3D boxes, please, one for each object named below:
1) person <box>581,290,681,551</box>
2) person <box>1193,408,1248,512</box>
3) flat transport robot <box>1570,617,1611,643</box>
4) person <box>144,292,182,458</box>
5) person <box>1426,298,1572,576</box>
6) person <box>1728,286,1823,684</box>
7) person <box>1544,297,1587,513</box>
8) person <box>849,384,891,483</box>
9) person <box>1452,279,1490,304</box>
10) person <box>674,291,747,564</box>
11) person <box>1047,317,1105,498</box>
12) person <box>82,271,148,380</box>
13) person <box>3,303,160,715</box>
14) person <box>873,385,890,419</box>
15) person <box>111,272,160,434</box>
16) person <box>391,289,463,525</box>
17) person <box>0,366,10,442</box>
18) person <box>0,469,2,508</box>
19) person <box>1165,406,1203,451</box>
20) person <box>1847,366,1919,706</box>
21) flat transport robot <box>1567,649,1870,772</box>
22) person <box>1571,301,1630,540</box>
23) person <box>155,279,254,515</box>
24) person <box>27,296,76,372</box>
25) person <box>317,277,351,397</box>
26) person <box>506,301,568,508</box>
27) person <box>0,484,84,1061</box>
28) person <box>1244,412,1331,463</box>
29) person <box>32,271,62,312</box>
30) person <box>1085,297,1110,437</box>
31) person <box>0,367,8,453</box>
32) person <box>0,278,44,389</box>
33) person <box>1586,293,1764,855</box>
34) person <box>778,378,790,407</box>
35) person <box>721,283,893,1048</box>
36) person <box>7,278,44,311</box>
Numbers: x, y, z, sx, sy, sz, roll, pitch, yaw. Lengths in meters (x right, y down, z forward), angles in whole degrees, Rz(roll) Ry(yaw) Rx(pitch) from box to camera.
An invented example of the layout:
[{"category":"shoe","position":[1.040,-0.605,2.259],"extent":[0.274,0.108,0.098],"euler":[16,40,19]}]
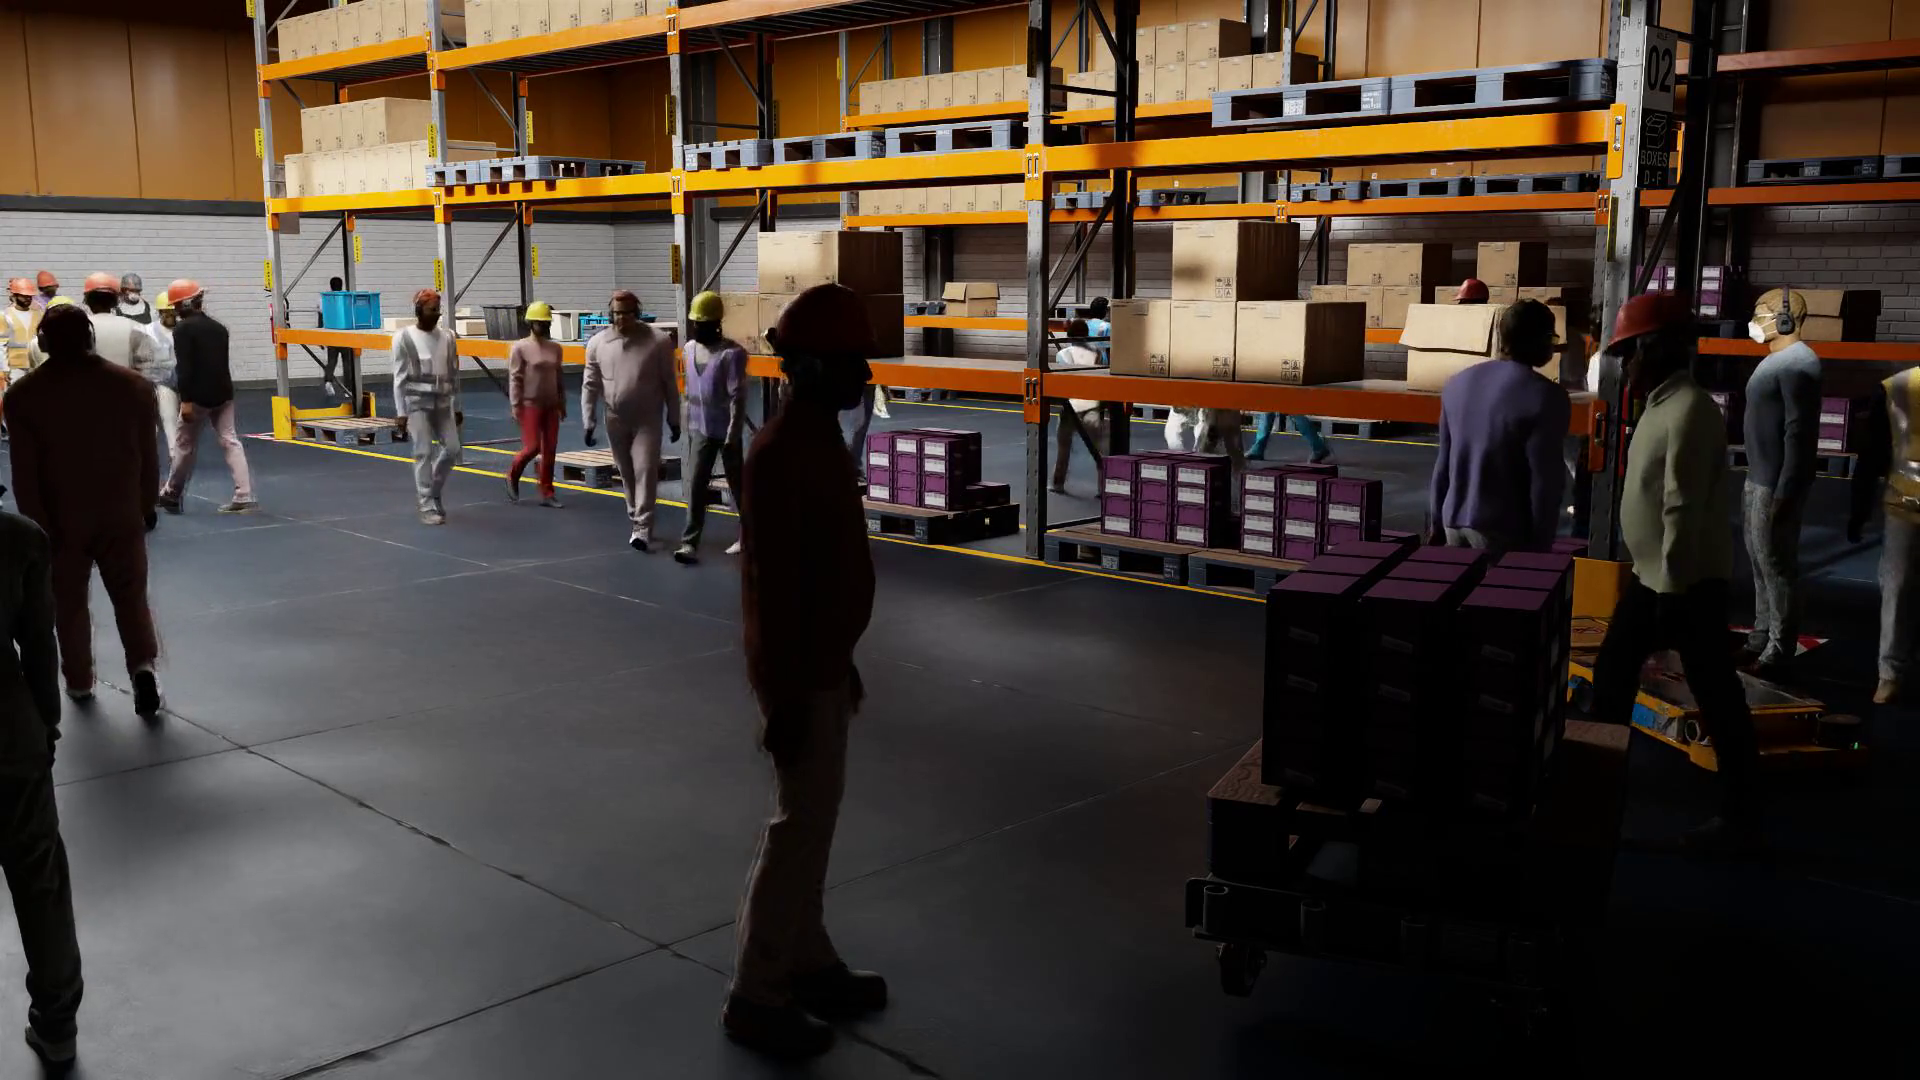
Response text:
[{"category":"person","position":[-2.388,-0.849,11.949],"extent":[0.676,1.857,0.938],"euler":[0,9,3]},{"category":"person","position":[2.013,-0.931,13.280],"extent":[0.832,1.595,0.547],"euler":[7,11,35]},{"category":"flat transport robot","position":[2.755,0.553,8.232],"extent":[1.431,0.197,0.652],"euler":[-2,9,-10]},{"category":"person","position":[-7.830,-1.577,16.638],"extent":[0.610,1.783,0.916],"euler":[-7,12,-37]},{"category":"person","position":[2.157,-0.023,6.787],"extent":[0.528,1.909,0.641],"euler":[-5,10,-27]},{"category":"person","position":[3.980,-0.264,8.141],"extent":[0.356,1.938,0.638],"euler":[2,10,14]},{"category":"person","position":[4.914,-1.108,13.779],"extent":[0.640,1.797,0.935],"euler":[-8,12,-39]},{"category":"person","position":[-0.910,-1.427,15.824],"extent":[0.523,1.750,0.588],"euler":[-9,13,-43]},{"category":"person","position":[4.295,-1.223,14.024],"extent":[0.355,1.939,0.544],"euler":[1,9,7]},{"category":"person","position":[-1.684,-0.775,11.497],"extent":[0.596,1.872,0.937],"euler":[5,11,30]},{"category":"person","position":[1.081,-1.176,14.756],"extent":[0.515,1.602,0.834],"euler":[-5,10,-26]},{"category":"person","position":[-6.514,-1.059,12.836],"extent":[0.758,2.014,0.614],"euler":[7,12,37]},{"category":"person","position":[-3.963,-0.141,7.592],"extent":[0.631,1.877,0.893],"euler":[-6,11,-34]},{"category":"person","position":[-1.097,-2.476,22.755],"extent":[0.498,1.596,0.801],"euler":[-5,10,-27]},{"category":"person","position":[-10.222,-2.331,20.501],"extent":[0.676,2.000,0.954],"euler":[-6,11,-34]},{"category":"person","position":[-4.233,-1.056,13.222],"extent":[0.436,1.869,0.608],"euler":[8,12,41]},{"category":"person","position":[-11.257,-2.046,19.294],"extent":[0.927,1.865,0.674],"euler":[-7,11,-36]},{"category":"person","position":[-8.188,-1.041,13.821],"extent":[0.309,1.641,0.512],"euler":[-2,9,-13]},{"category":"person","position":[2.053,-1.289,14.651],"extent":[0.594,1.863,0.519],"euler":[-6,11,-34]},{"category":"person","position":[4.462,-0.113,7.597],"extent":[0.731,1.812,0.444],"euler":[5,11,29]},{"category":"flat transport robot","position":[3.191,0.710,7.272],"extent":[0.652,0.197,1.431],"euler":[-2,9,-10]},{"category":"person","position":[4.331,-0.668,10.981],"extent":[0.524,1.826,0.745],"euler":[-7,12,-37]},{"category":"person","position":[-6.294,-1.156,13.658],"extent":[1.002,1.922,0.666],"euler":[3,10,17]},{"category":"person","position":[-6.906,-0.983,12.929],"extent":[0.604,1.813,0.430],"euler":[-2,10,-15]},{"category":"person","position":[-9.773,-3.183,26.151],"extent":[0.598,1.905,0.672],"euler":[0,9,2]},{"category":"person","position":[-3.589,-1.139,14.070],"extent":[0.484,1.757,0.527],"euler":[7,12,38]},{"category":"person","position":[-2.453,0.496,4.082],"extent":[0.295,1.744,0.484],"euler":[6,11,31]},{"category":"person","position":[3.415,-1.685,17.309],"extent":[0.983,1.800,0.584],"euler":[3,10,20]},{"category":"person","position":[-12.510,-2.700,22.896],"extent":[0.816,1.988,0.624],"euler":[6,11,32]},{"category":"person","position":[1.653,-2.081,20.043],"extent":[0.321,1.694,0.534],"euler":[-7,12,-37]},{"category":"person","position":[-7.541,-0.907,12.830],"extent":[0.318,1.697,0.535],"euler":[-1,9,-5]},{"category":"person","position":[-10.493,-1.981,18.715],"extent":[0.398,1.928,0.558],"euler":[9,13,43]},{"category":"person","position":[2.386,0.122,5.780],"extent":[0.966,1.921,0.703],"euler":[1,9,7]},{"category":"person","position":[-1.798,-1.866,18.082],"extent":[0.973,1.889,0.552],"euler":[8,12,40]},{"category":"person","position":[-0.400,0.328,4.403],"extent":[0.476,1.980,0.642],"euler":[1,9,6]},{"category":"person","position":[-11.579,-2.272,20.554],"extent":[0.410,1.908,0.642],"euler":[0,9,2]}]
